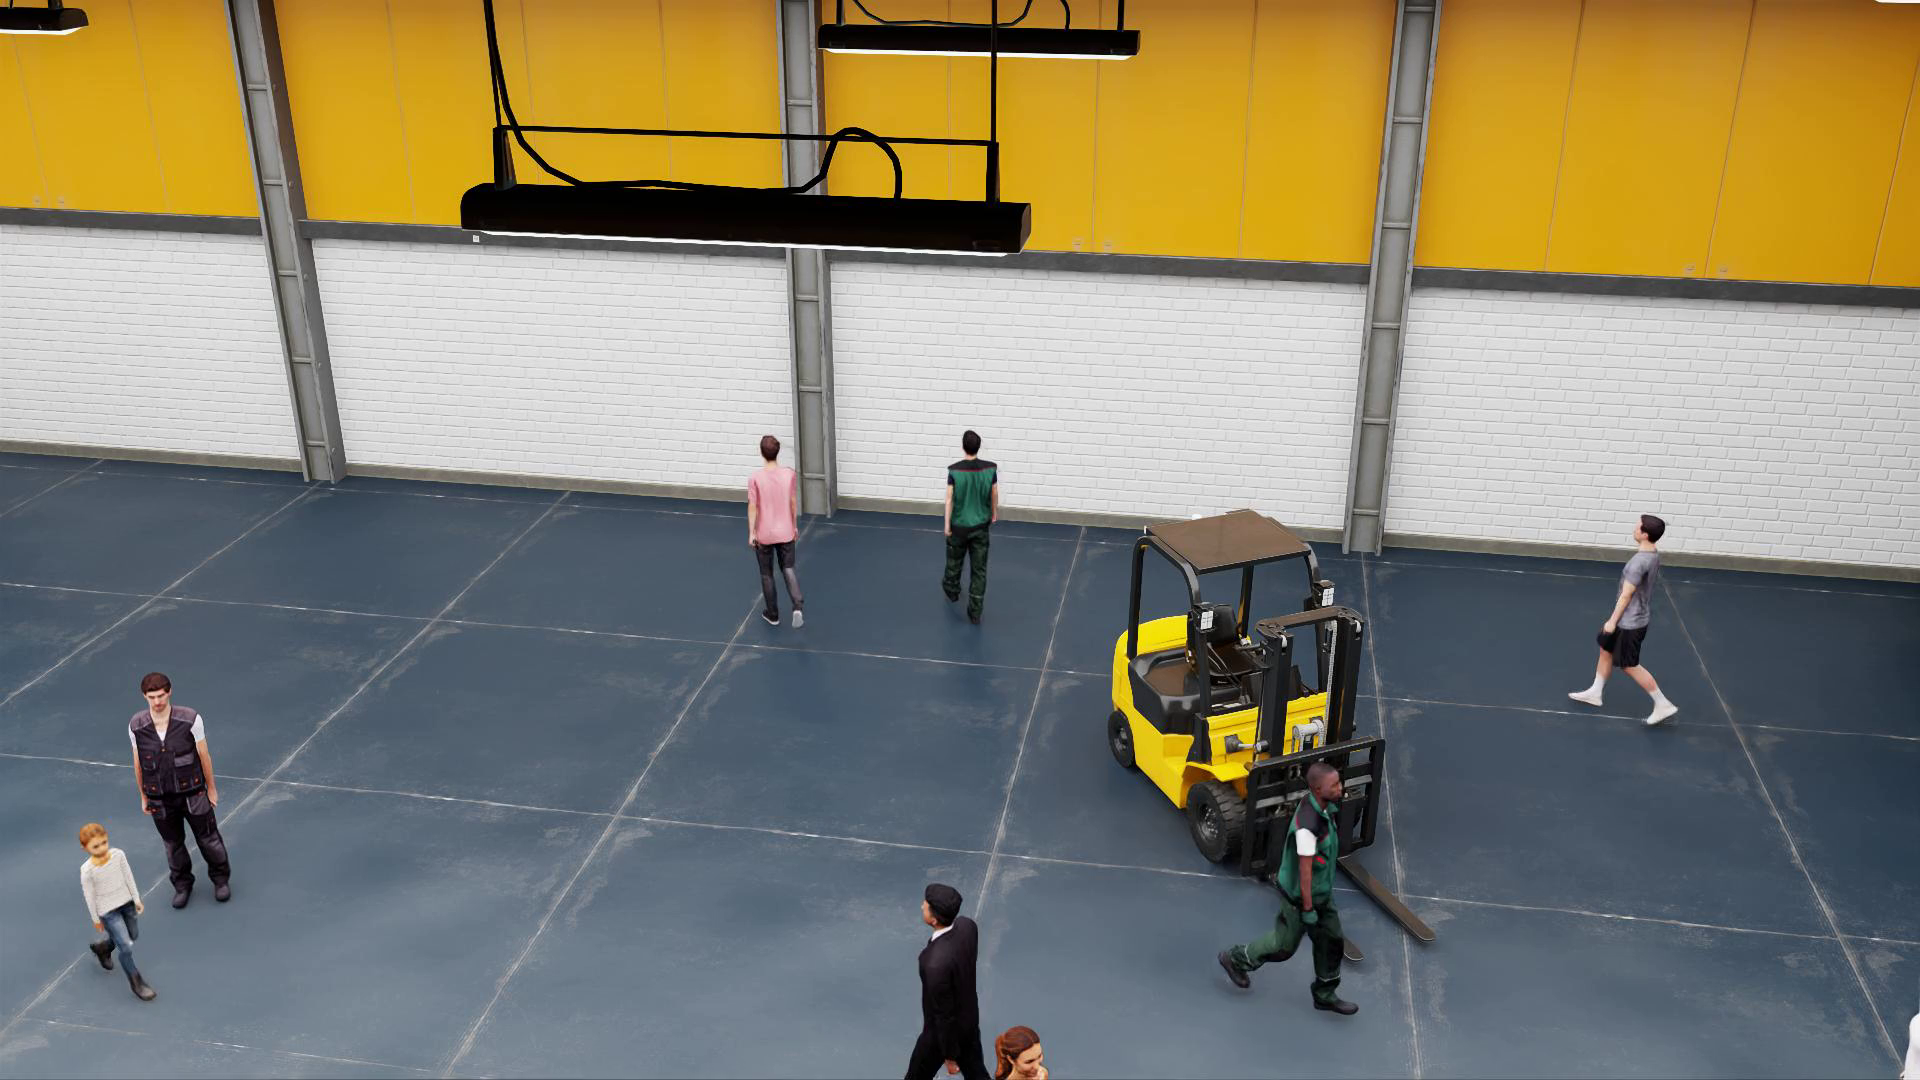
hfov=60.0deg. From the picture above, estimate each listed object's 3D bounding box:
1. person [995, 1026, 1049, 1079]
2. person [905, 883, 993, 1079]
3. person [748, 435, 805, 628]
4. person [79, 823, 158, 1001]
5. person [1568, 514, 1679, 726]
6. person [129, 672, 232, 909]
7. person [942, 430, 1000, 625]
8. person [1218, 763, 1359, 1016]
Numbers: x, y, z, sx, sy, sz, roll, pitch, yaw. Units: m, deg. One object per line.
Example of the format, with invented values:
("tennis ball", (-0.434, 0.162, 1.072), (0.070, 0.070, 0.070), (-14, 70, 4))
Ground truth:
("person", (0.296, 3.208, 8.455), (0.714, 1.791, 0.674), (20, 31, 39))
("person", (0.036, 2.782, 9.389), (1.297, 1.823, 0.969), (13, 27, 27))
("person", (-1.726, -0.026, 15.665), (1.024, 1.942, 1.019), (-11, 26, -24))
("person", (-5.576, 2.405, 10.907), (0.862, 1.298, 0.620), (12, 27, 26))
("person", (5.794, 0.702, 14.113), (1.234, 1.851, 0.953), (14, 27, 29))
("person", (-5.510, 1.752, 11.720), (0.677, 1.843, 0.800), (-6, 24, -13))
("person", (0.114, -0.096, 15.918), (1.124, 1.868, 1.044), (-5, 24, -12))
("person", (2.126, 2.235, 10.660), (1.244, 1.808, 0.910), (12, 26, 25))
